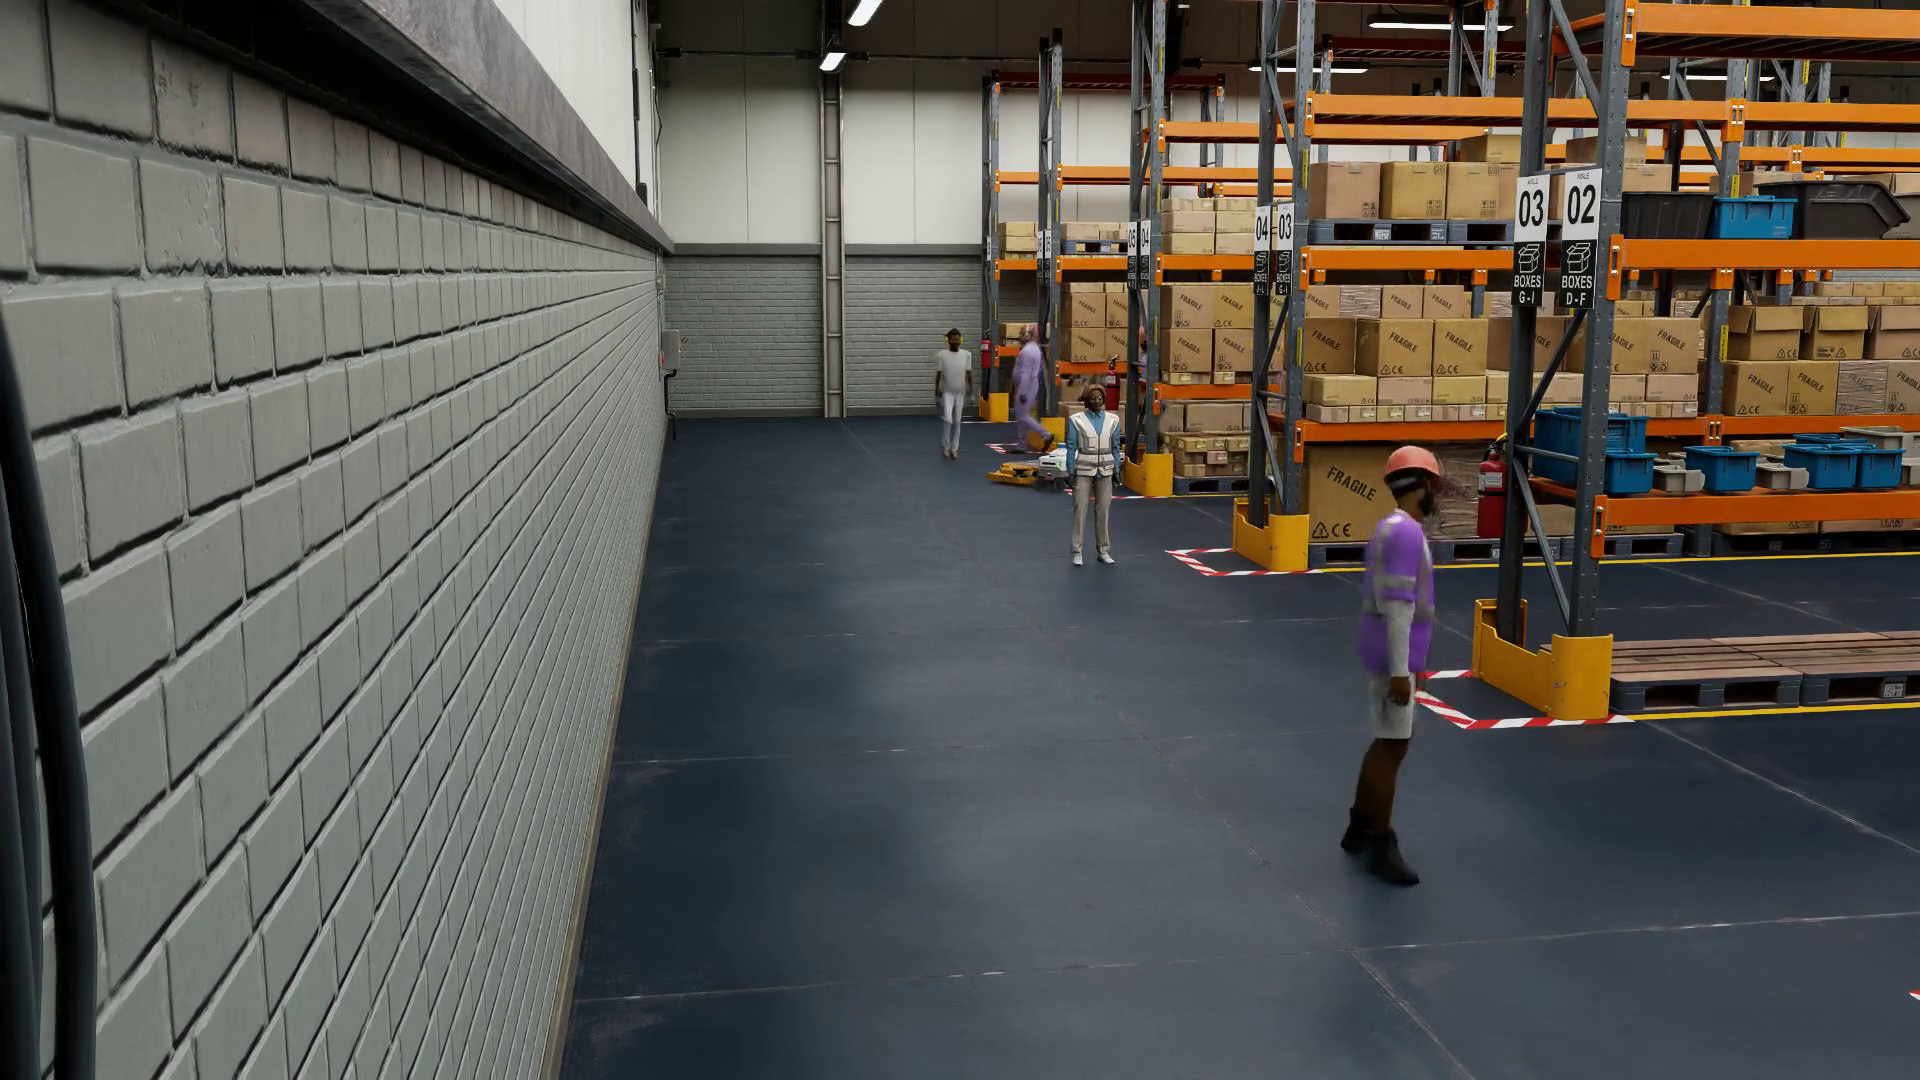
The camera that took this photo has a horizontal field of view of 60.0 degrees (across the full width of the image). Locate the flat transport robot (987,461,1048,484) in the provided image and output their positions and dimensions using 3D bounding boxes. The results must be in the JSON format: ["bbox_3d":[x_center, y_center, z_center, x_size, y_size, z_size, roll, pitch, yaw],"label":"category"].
[{"bbox_3d":[1.101,-0.885,21.049,1.431,0.197,0.652,-7,12,-37],"label":"flat transport robot"}]

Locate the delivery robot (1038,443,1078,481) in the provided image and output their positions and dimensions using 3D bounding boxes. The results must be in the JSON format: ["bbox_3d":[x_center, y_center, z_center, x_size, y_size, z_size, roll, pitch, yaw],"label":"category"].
[{"bbox_3d":[1.234,-0.933,20.181,0.477,0.478,0.707,5,11,29],"label":"delivery robot"}]

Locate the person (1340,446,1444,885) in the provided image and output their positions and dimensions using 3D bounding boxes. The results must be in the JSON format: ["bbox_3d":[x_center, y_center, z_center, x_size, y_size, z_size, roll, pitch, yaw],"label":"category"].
[{"bbox_3d":[1.925,0.540,7.341,0.376,1.885,0.654,2,9,12],"label":"person"}]

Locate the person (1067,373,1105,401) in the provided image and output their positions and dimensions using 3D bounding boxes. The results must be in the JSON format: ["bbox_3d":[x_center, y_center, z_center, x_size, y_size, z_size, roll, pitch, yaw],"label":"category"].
[{"bbox_3d":[2.056,-2.571,26.190,1.061,1.997,0.612,-4,10,-23],"label":"person"}]

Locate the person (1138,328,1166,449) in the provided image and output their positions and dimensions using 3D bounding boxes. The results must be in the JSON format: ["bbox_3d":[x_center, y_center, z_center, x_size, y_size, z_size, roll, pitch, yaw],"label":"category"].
[{"bbox_3d":[2.592,-1.845,21.933,0.644,1.910,0.584,7,11,35],"label":"person"}]

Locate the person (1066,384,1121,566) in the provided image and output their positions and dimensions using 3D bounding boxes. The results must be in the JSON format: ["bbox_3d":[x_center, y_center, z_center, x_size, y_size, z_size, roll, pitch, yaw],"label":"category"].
[{"bbox_3d":[1.203,-0.589,15.016,0.522,1.640,0.306,-3,10,-16],"label":"person"}]

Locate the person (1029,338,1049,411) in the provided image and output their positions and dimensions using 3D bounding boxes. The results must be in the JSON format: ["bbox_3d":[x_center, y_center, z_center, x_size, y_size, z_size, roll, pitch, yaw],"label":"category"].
[{"bbox_3d":[1.174,-2.427,26.533,0.529,1.588,0.878,3,10,18],"label":"person"}]

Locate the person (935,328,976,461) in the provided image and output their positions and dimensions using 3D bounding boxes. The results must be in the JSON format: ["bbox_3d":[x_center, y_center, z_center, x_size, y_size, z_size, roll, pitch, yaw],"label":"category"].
[{"bbox_3d":[-0.052,-2.027,23.242,0.525,1.846,0.664,-2,9,-14],"label":"person"}]

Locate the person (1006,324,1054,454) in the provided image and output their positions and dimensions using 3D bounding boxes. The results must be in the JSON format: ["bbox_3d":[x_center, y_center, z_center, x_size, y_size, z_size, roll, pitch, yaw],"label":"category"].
[{"bbox_3d":[0.990,-2.152,23.868,0.646,1.890,0.664,1,9,9],"label":"person"}]

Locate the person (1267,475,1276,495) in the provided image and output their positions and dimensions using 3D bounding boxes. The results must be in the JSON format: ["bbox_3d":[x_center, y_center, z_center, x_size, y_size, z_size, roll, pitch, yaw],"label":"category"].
[{"bbox_3d":[3.844,-1.330,18.760,0.561,1.910,0.599,-1,9,-7],"label":"person"}]

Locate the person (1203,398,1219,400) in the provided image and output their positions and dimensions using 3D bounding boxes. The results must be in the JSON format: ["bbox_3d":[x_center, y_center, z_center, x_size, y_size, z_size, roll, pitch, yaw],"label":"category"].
[{"bbox_3d":[4.197,-2.771,27.697,0.523,1.897,0.595,-2,9,-10],"label":"person"}]

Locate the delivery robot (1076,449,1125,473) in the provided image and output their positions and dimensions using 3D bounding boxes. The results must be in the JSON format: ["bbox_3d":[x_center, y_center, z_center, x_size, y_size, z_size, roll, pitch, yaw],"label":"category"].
[{"bbox_3d":[1.687,-0.991,20.543,0.707,0.478,0.477,8,12,41],"label":"delivery robot"}]
